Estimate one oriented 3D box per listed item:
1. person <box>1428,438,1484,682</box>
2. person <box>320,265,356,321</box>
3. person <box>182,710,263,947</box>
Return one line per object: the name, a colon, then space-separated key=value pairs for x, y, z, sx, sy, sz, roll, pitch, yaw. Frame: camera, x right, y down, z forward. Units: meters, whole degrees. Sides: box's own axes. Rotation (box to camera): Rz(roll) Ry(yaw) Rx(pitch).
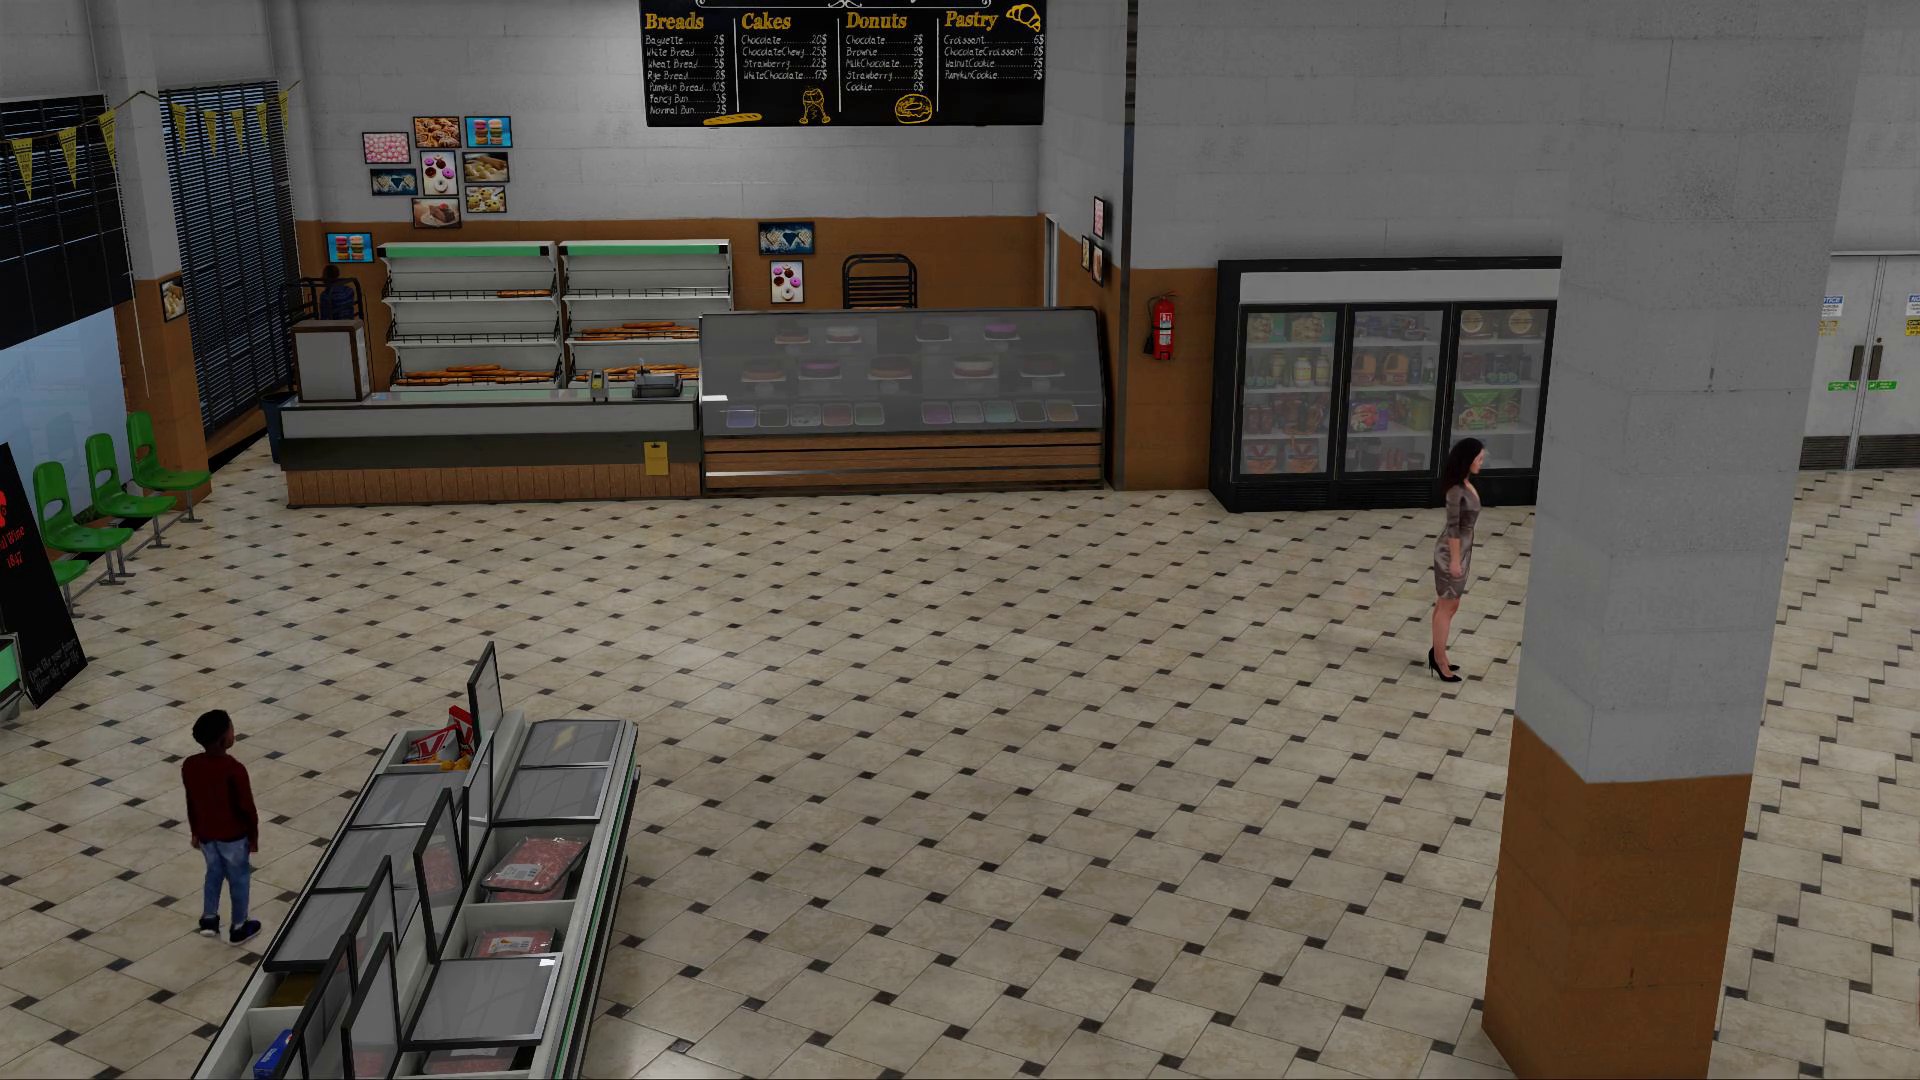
person: x=3.462 y=0.126 z=11.686 sx=0.713 sy=1.743 sz=0.568 roll=5 pitch=18 yaw=16
person: x=-7.377 y=-2.366 z=19.752 sx=0.824 sy=1.824 sz=0.708 roll=6 pitch=18 yaw=20
person: x=-3.660 y=1.451 z=8.178 sx=0.573 sy=1.246 sz=0.612 roll=2 pitch=17 yaw=7
